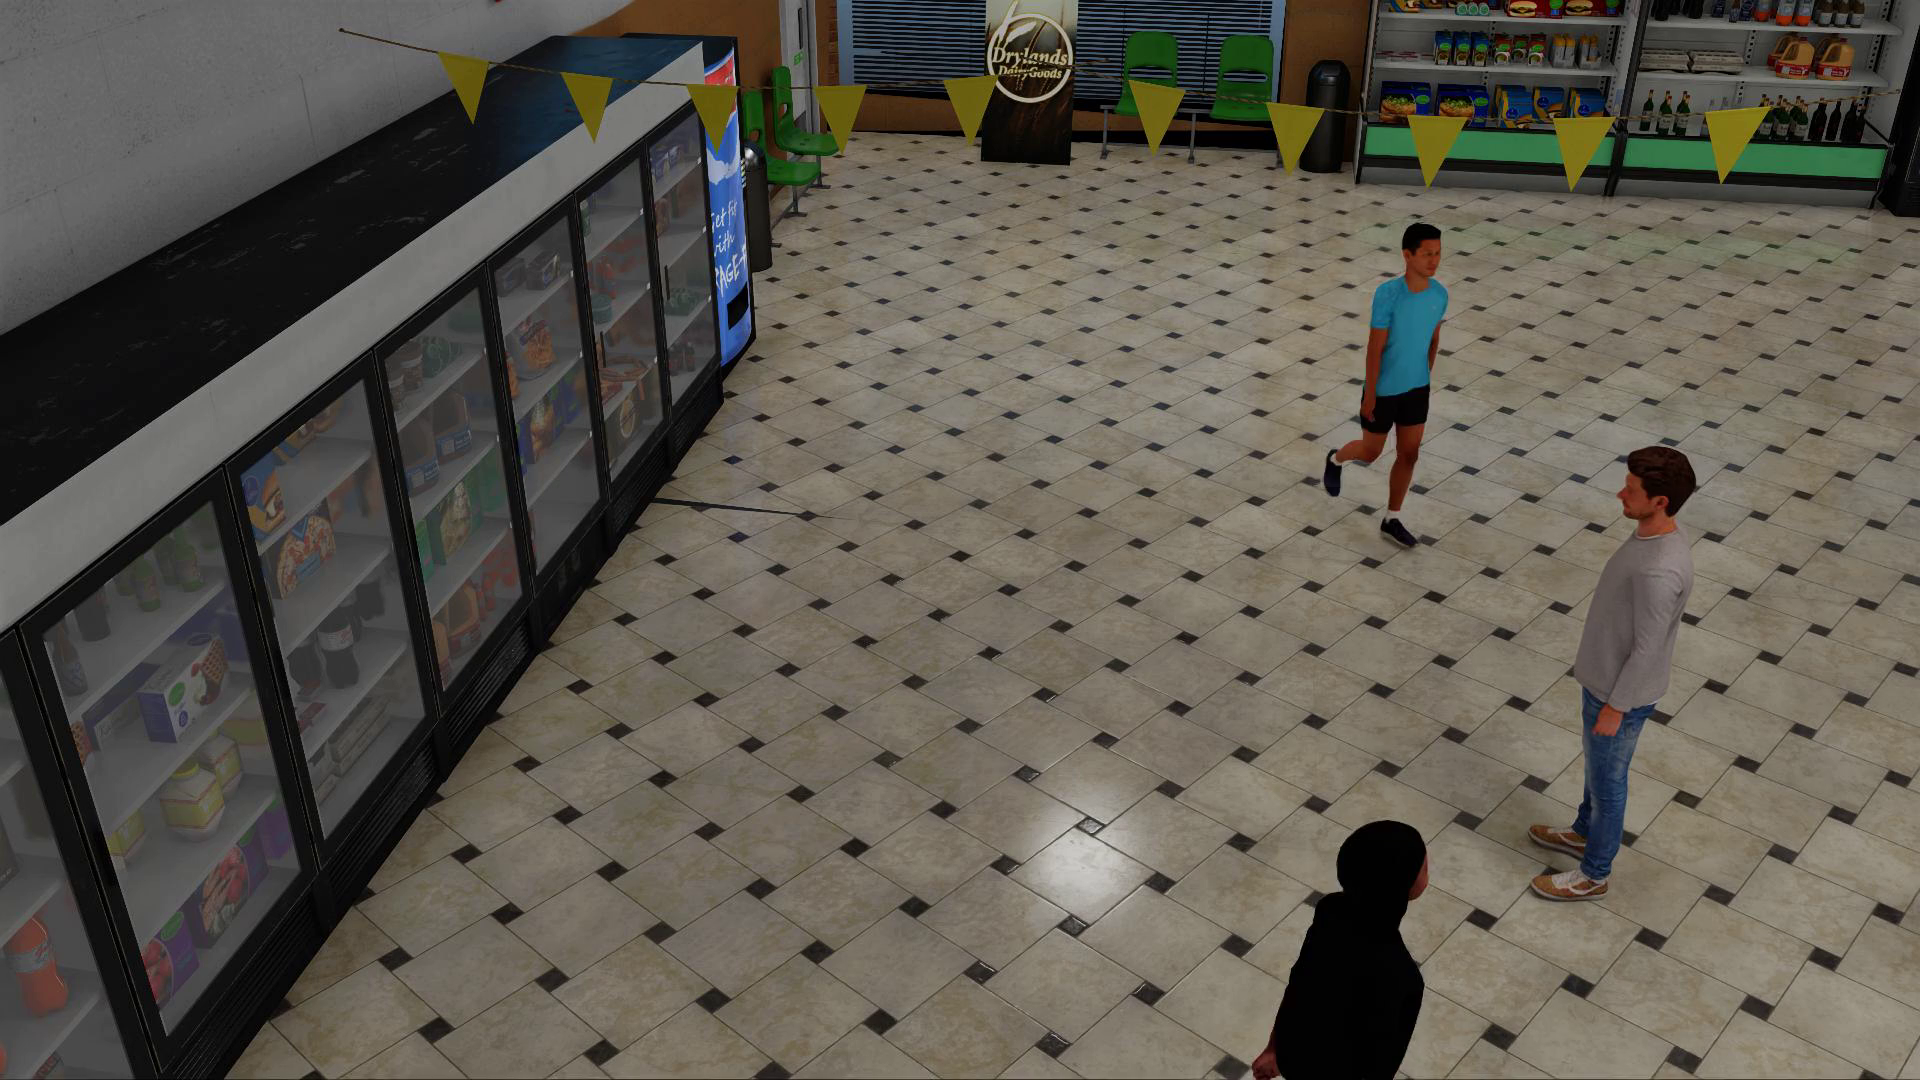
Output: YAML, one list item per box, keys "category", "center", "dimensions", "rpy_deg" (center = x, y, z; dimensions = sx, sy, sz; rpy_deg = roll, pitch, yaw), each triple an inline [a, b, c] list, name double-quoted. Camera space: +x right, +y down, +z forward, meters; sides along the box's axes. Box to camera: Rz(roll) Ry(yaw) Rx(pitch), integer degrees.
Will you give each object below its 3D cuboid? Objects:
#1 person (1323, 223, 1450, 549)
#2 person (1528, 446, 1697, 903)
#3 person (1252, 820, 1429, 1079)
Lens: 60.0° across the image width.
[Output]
- category: "person"
  center: [2.265, -0.838, 8.875]
  dimensions: [1.020, 1.753, 0.987]
  rpy_deg: [-11, 30, -19]
- category: "person"
  center: [2.484, 0.516, 6.240]
  dimensions: [0.607, 1.900, 0.674]
  rpy_deg: [8, 30, 14]
- category: "person"
  center: [0.969, 1.540, 4.628]
  dimensions: [0.956, 1.649, 0.807]
  rpy_deg: [-7, 29, -13]
